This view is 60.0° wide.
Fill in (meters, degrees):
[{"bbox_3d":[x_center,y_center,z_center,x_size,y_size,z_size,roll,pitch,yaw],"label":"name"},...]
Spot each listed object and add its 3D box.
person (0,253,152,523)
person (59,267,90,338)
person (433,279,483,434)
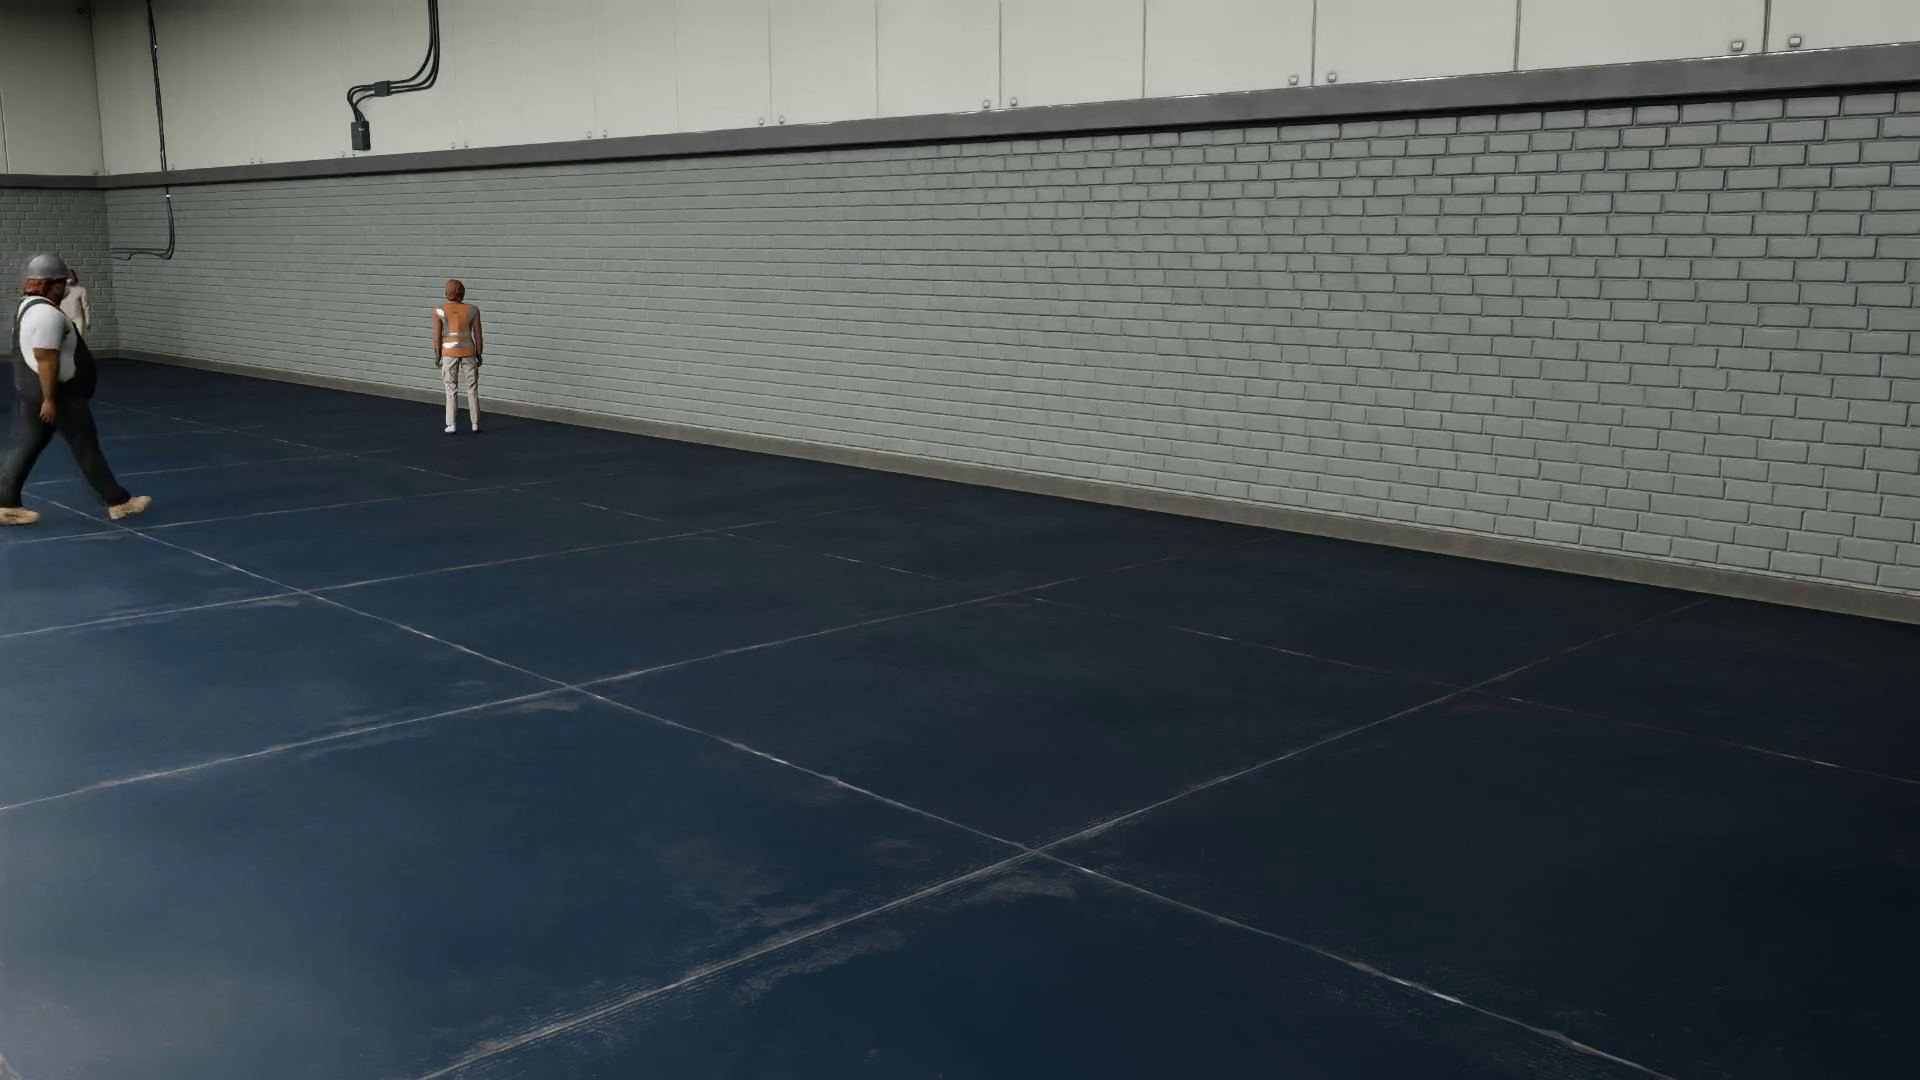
[{"bbox_3d":[-6.679,-1.125,12.277,1.059,2.000,0.696,-10,14,-42],"label":"person"},{"bbox_3d":[-13.634,-3.375,25.558,0.512,1.619,0.528,-3,11,-17],"label":"person"},{"bbox_3d":[-5.371,-1.964,17.830,0.521,1.640,0.306,-5,11,-25],"label":"person"}]
